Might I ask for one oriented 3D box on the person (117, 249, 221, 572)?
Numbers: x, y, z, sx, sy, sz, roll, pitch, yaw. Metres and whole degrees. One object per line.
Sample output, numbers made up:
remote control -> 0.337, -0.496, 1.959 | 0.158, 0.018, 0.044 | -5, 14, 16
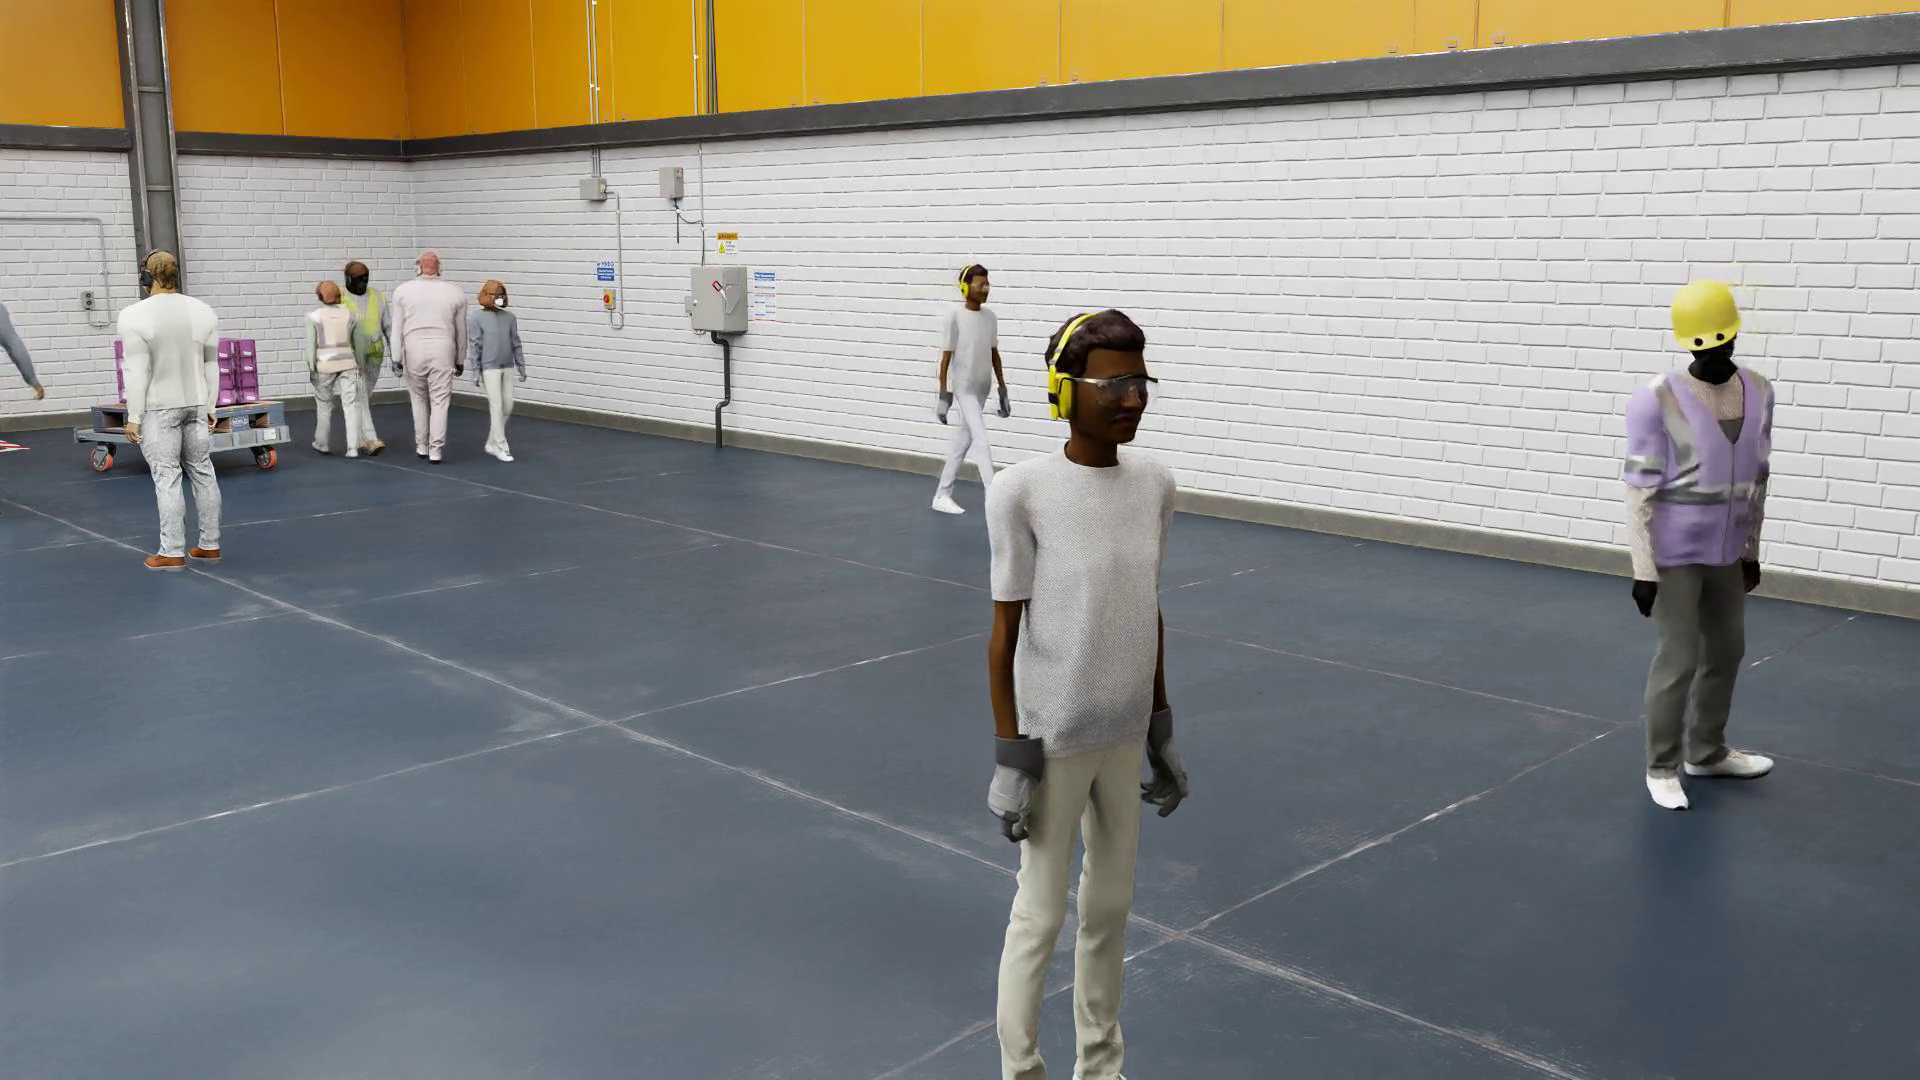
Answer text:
person -> -4.766, -0.778, 10.065 | 0.372, 1.940, 0.631 | 6, 12, 28

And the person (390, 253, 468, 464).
person -> -4.761, -1.636, 14.955 | 0.664, 1.855, 0.858 | -3, 11, -16

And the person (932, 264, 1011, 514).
person -> 0.123, -1.047, 11.866 | 0.968, 1.818, 0.545 | 9, 14, 42

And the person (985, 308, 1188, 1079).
person -> 0.282, 0.443, 3.594 | 0.508, 1.874, 0.329 | -8, 13, -36

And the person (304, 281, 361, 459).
person -> -5.719, -1.551, 15.181 | 0.530, 1.608, 0.745 | -7, 13, -34

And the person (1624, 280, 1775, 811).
person -> 2.646, 0.026, 5.860 | 0.778, 1.872, 0.421 | -5, 11, -24

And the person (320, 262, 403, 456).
person -> -5.551, -1.682, 15.439 | 1.002, 1.777, 0.680 | 10, 14, 44

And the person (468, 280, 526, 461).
person -> -4.168, -1.525, 15.000 | 0.452, 1.629, 0.515 | 8, 13, 38

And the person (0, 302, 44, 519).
person -> -7.093, -1.082, 11.950 | 0.773, 1.871, 1.006 | -3, 11, -14
